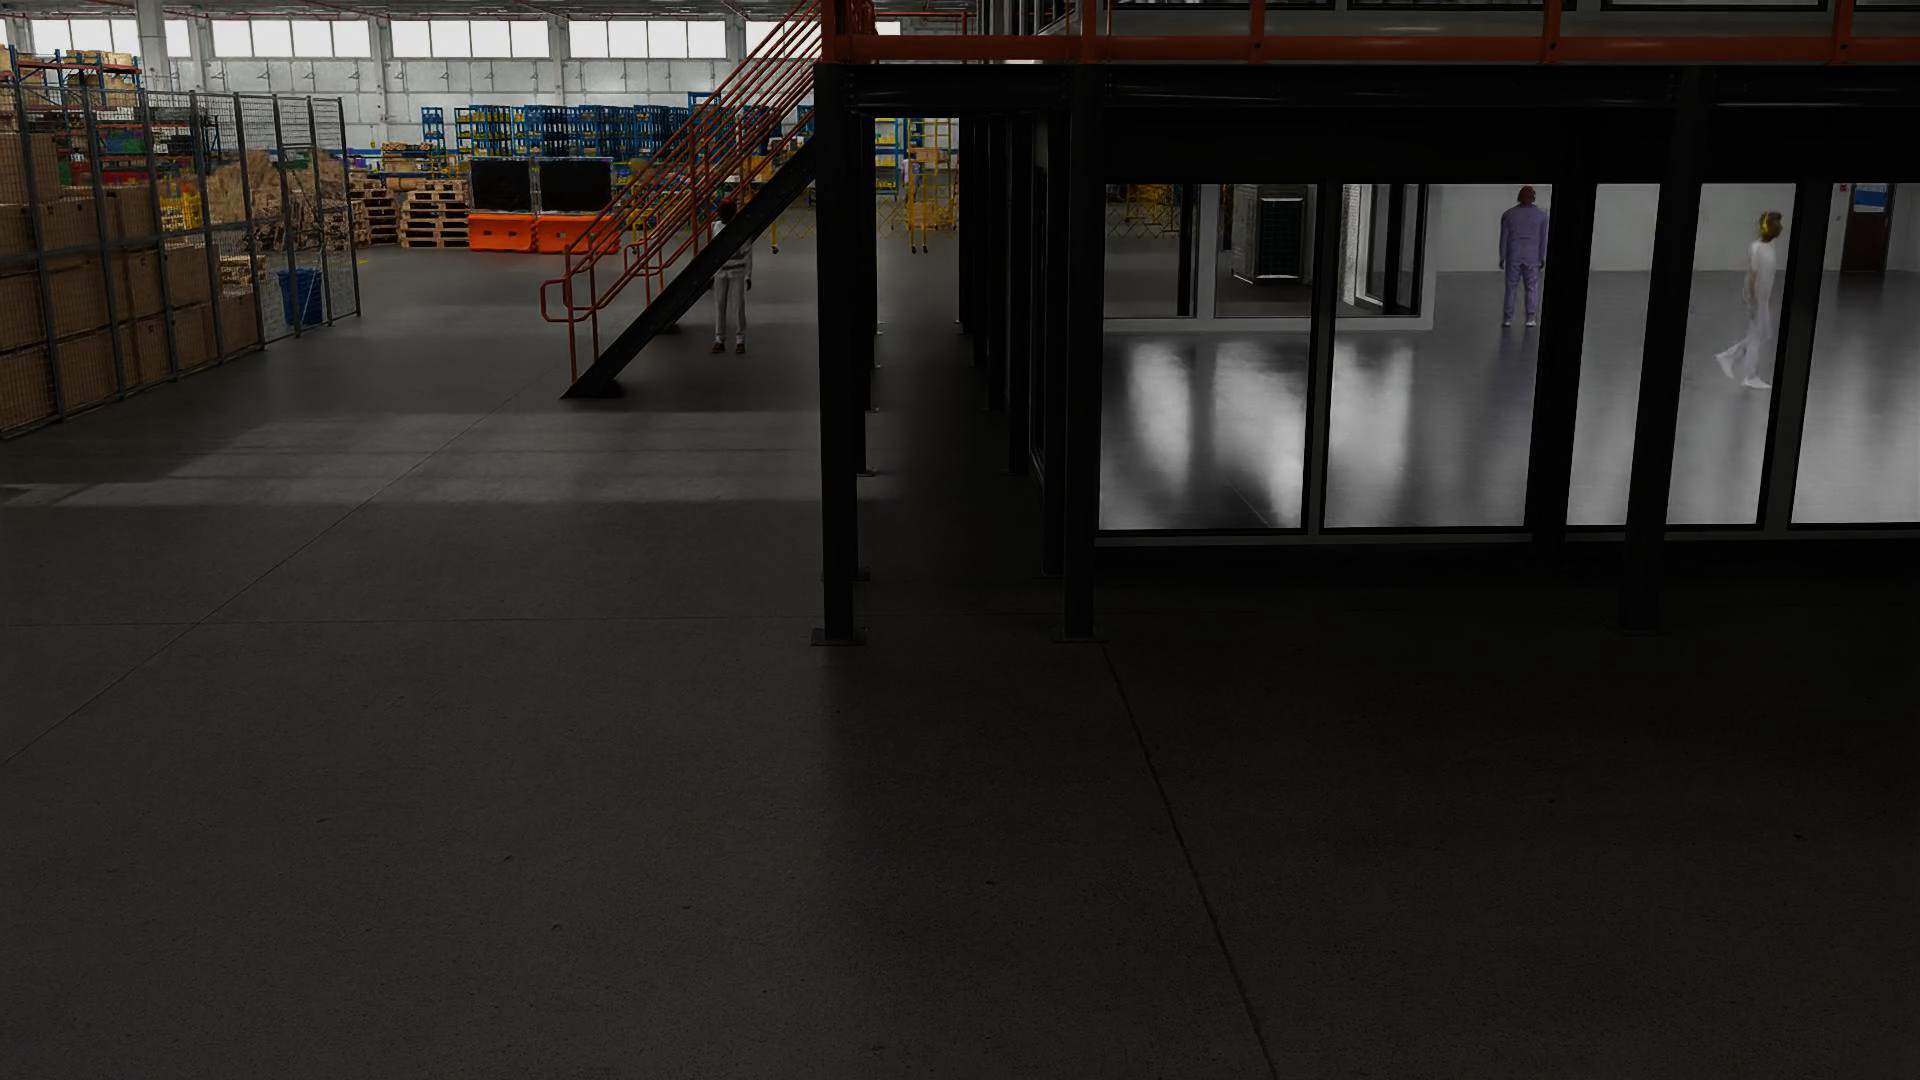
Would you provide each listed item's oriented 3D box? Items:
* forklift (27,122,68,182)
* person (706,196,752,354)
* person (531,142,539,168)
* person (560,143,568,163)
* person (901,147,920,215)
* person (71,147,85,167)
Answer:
[{"bbox_3d":[-35.376,-14.773,64.377,1.129,2.768,1.873,-1,14,-2],"label":"forklift"},{"bbox_3d":[-2.800,-3.199,20.140,0.572,1.885,0.356,2,14,7],"label":"person"},{"bbox_3d":[-21.267,-19.057,83.389,0.402,1.949,0.605,8,16,29],"label":"person"},{"bbox_3d":[-19.887,-19.137,84.016,0.834,1.805,0.585,0,14,0],"label":"person"},{"bbox_3d":[-1.494,-10.911,50.631,0.608,2.048,0.363,7,16,26],"label":"person"},{"bbox_3d":[-40.402,-17.137,76.220,0.541,1.700,0.315,-10,17,-36],"label":"person"}]
